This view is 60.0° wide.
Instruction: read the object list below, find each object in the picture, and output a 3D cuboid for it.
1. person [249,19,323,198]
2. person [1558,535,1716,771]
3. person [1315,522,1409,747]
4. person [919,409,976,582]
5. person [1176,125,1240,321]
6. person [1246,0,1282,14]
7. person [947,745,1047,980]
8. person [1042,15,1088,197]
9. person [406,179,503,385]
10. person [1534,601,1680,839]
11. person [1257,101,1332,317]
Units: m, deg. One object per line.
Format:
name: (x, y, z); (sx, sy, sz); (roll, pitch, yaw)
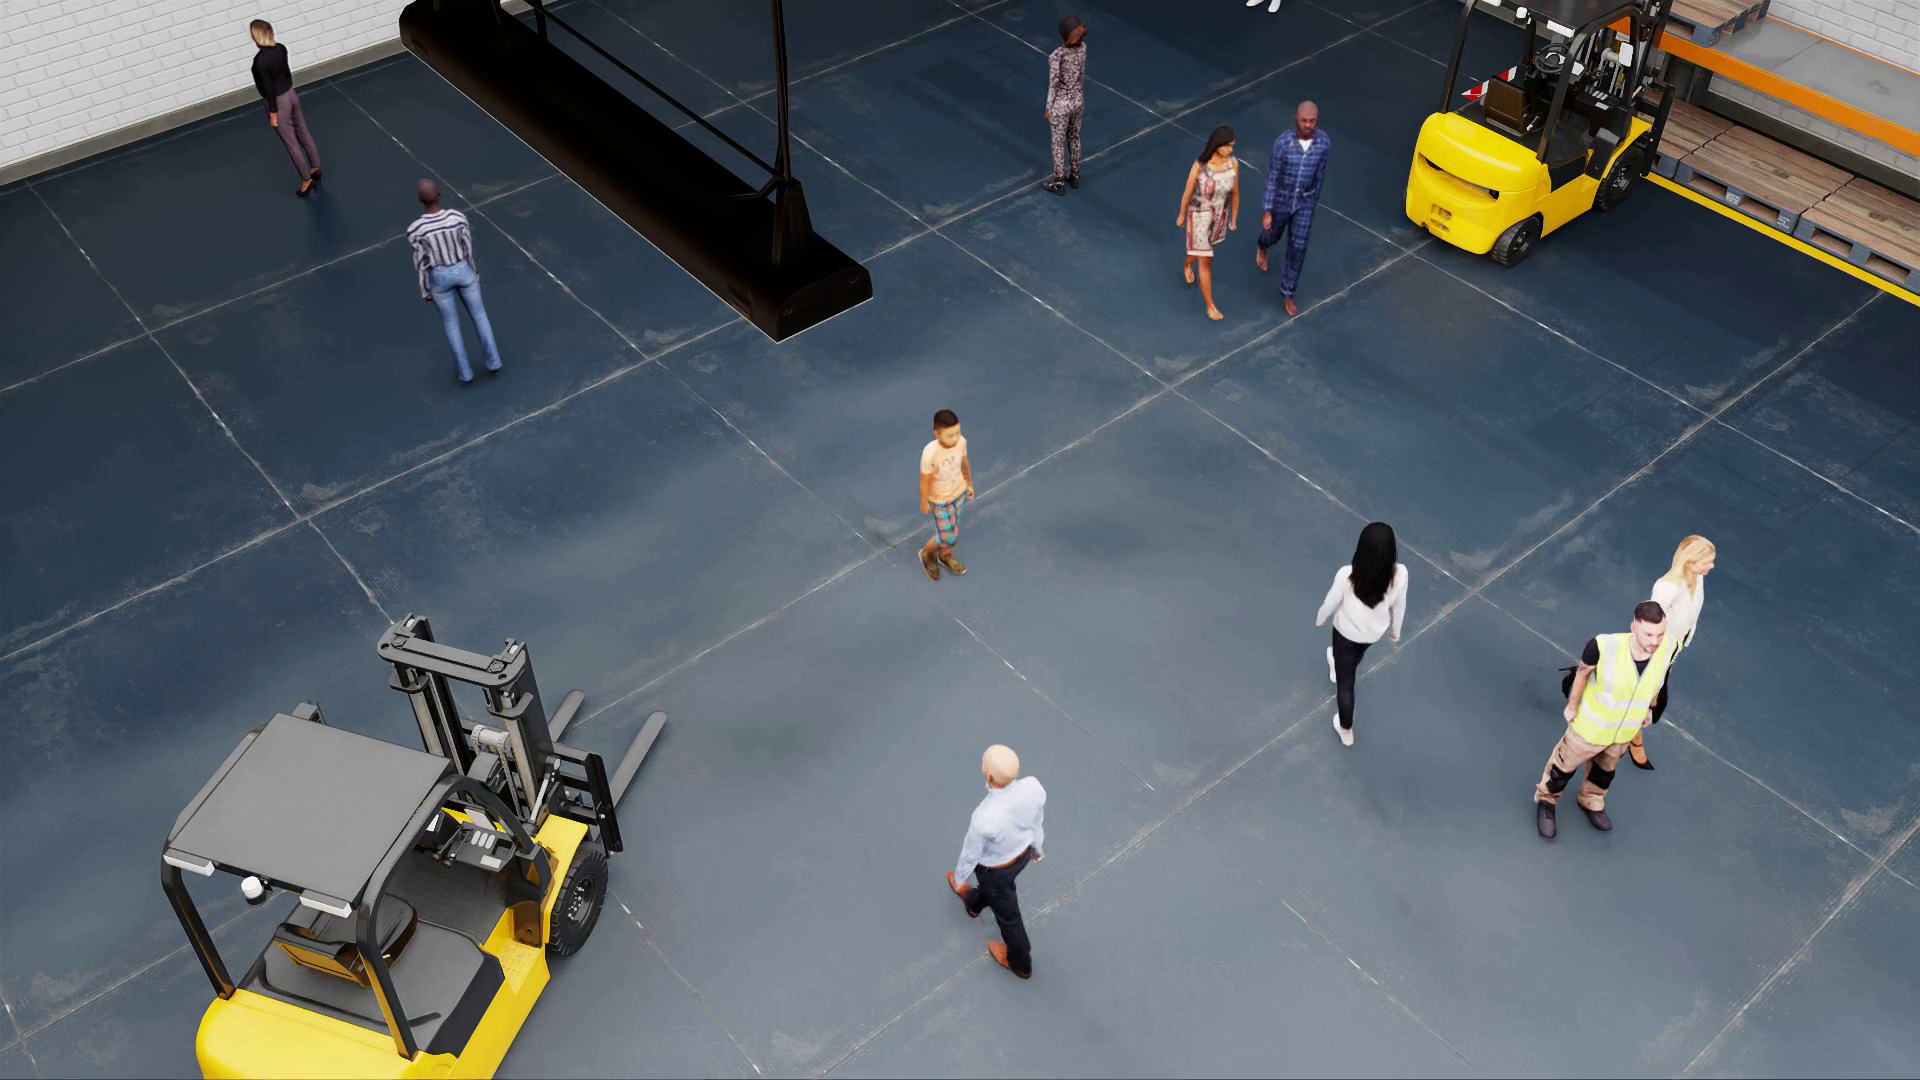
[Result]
person: (-6.050, -3.874, 14.910); (0.731, 1.671, 0.685); (6, 44, 7)
person: (4.131, 0.629, 10.059); (0.651, 1.842, 1.006); (-33, 52, -30)
person: (2.467, 0.621, 10.190); (0.946, 1.673, 1.093); (-6, 44, -6)
person: (-0.146, -0.346, 11.366); (0.593, 1.451, 0.567); (33, 53, 30)
person: (2.026, -2.709, 13.745); (0.934, 1.590, 1.216); (-12, 45, -12)
person: (3.356, -6.497, 17.580); (0.615, 1.785, 0.701); (23, 48, 22)
person: (0.289, 1.783, 8.901); (1.019, 1.768, 0.715); (34, 53, 31)
person: (0.952, -3.902, 14.907); (0.563, 1.714, 0.553); (-29, 51, -27)
person: (-3.918, -1.977, 12.832); (0.652, 1.791, 0.604); (-22, 48, -21)
person: (3.766, 1.016, 9.649); (0.854, 1.846, 0.904); (-2, 44, -2)
person: (2.709, -2.843, 13.747); (1.105, 1.782, 1.255); (-2, 44, -2)
